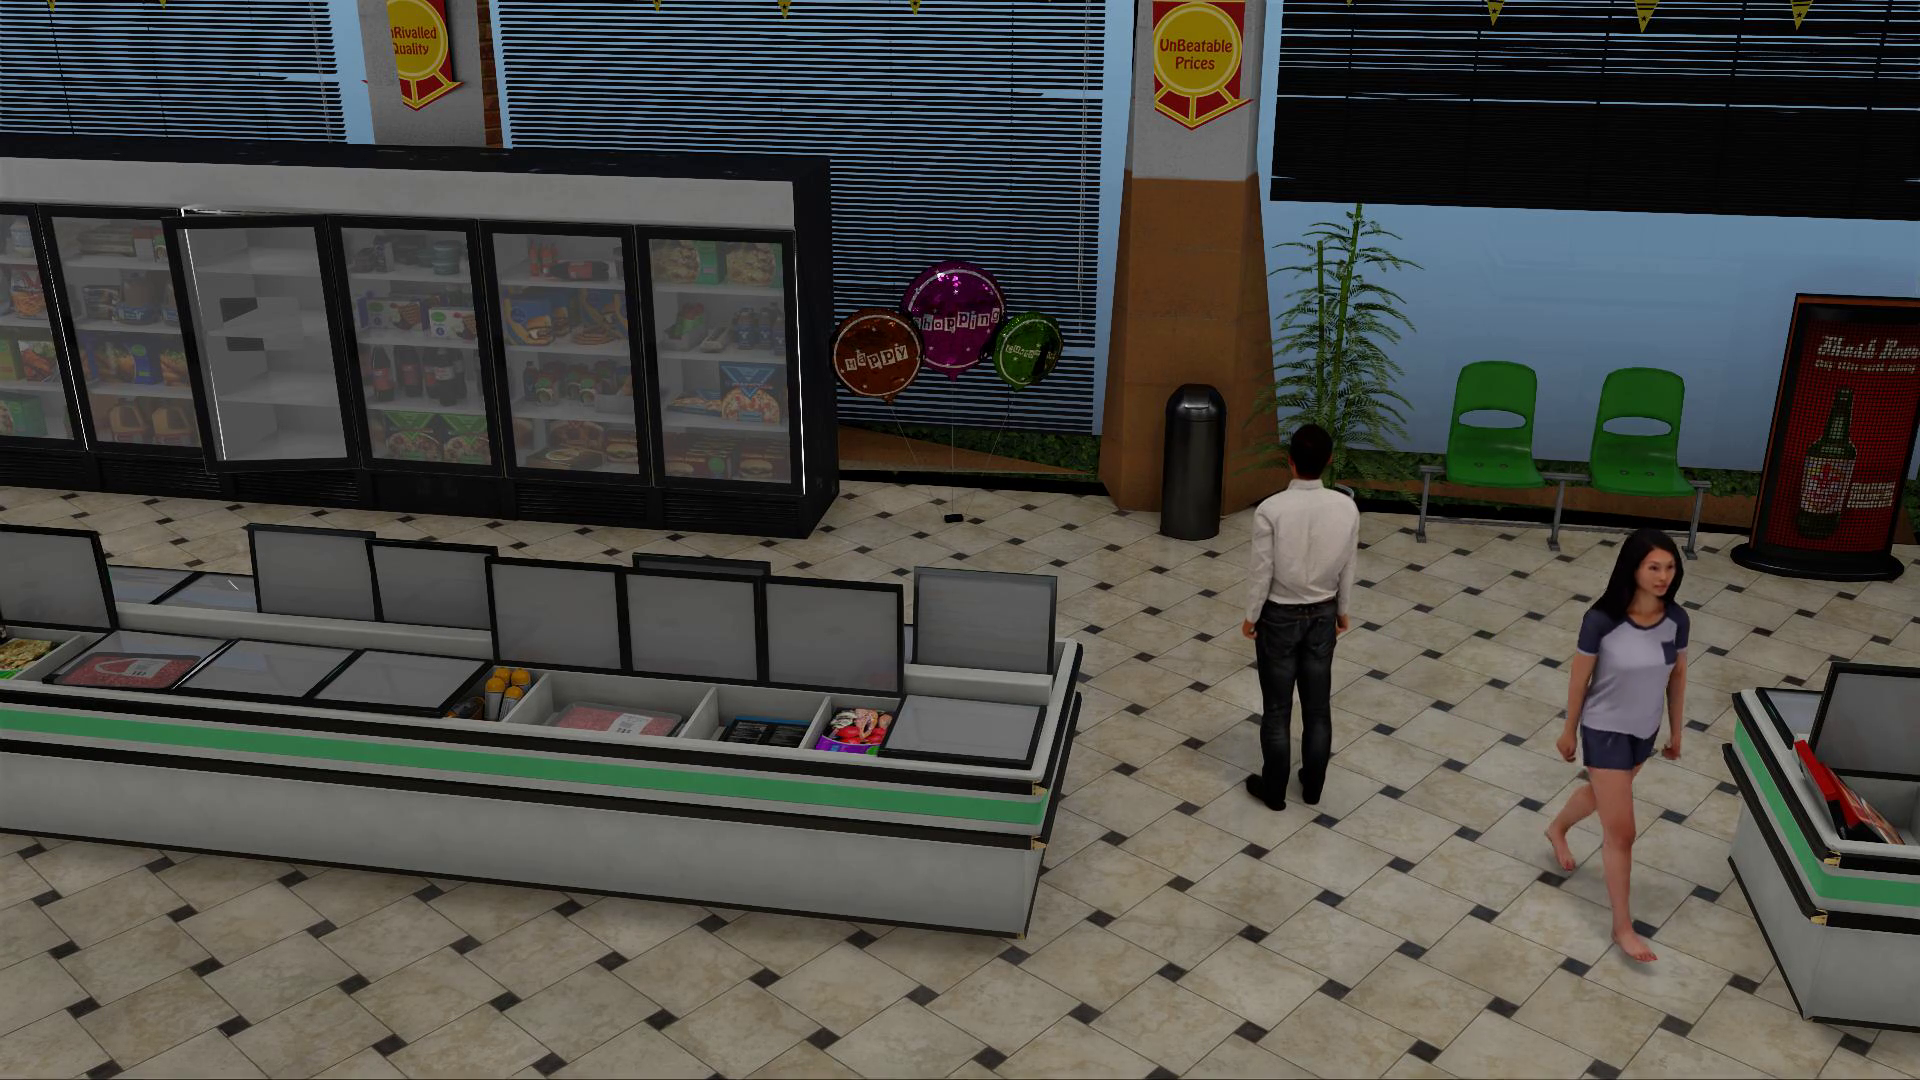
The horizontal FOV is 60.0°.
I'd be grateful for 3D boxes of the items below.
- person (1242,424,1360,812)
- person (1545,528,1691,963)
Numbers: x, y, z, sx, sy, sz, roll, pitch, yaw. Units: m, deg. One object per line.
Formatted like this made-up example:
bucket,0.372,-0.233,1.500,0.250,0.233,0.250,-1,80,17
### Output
person,1.512,0.358,7.425,0.604,1.811,0.777,-3,22,-8
person,2.615,0.735,6.684,1.129,1.664,0.955,-5,22,-11
